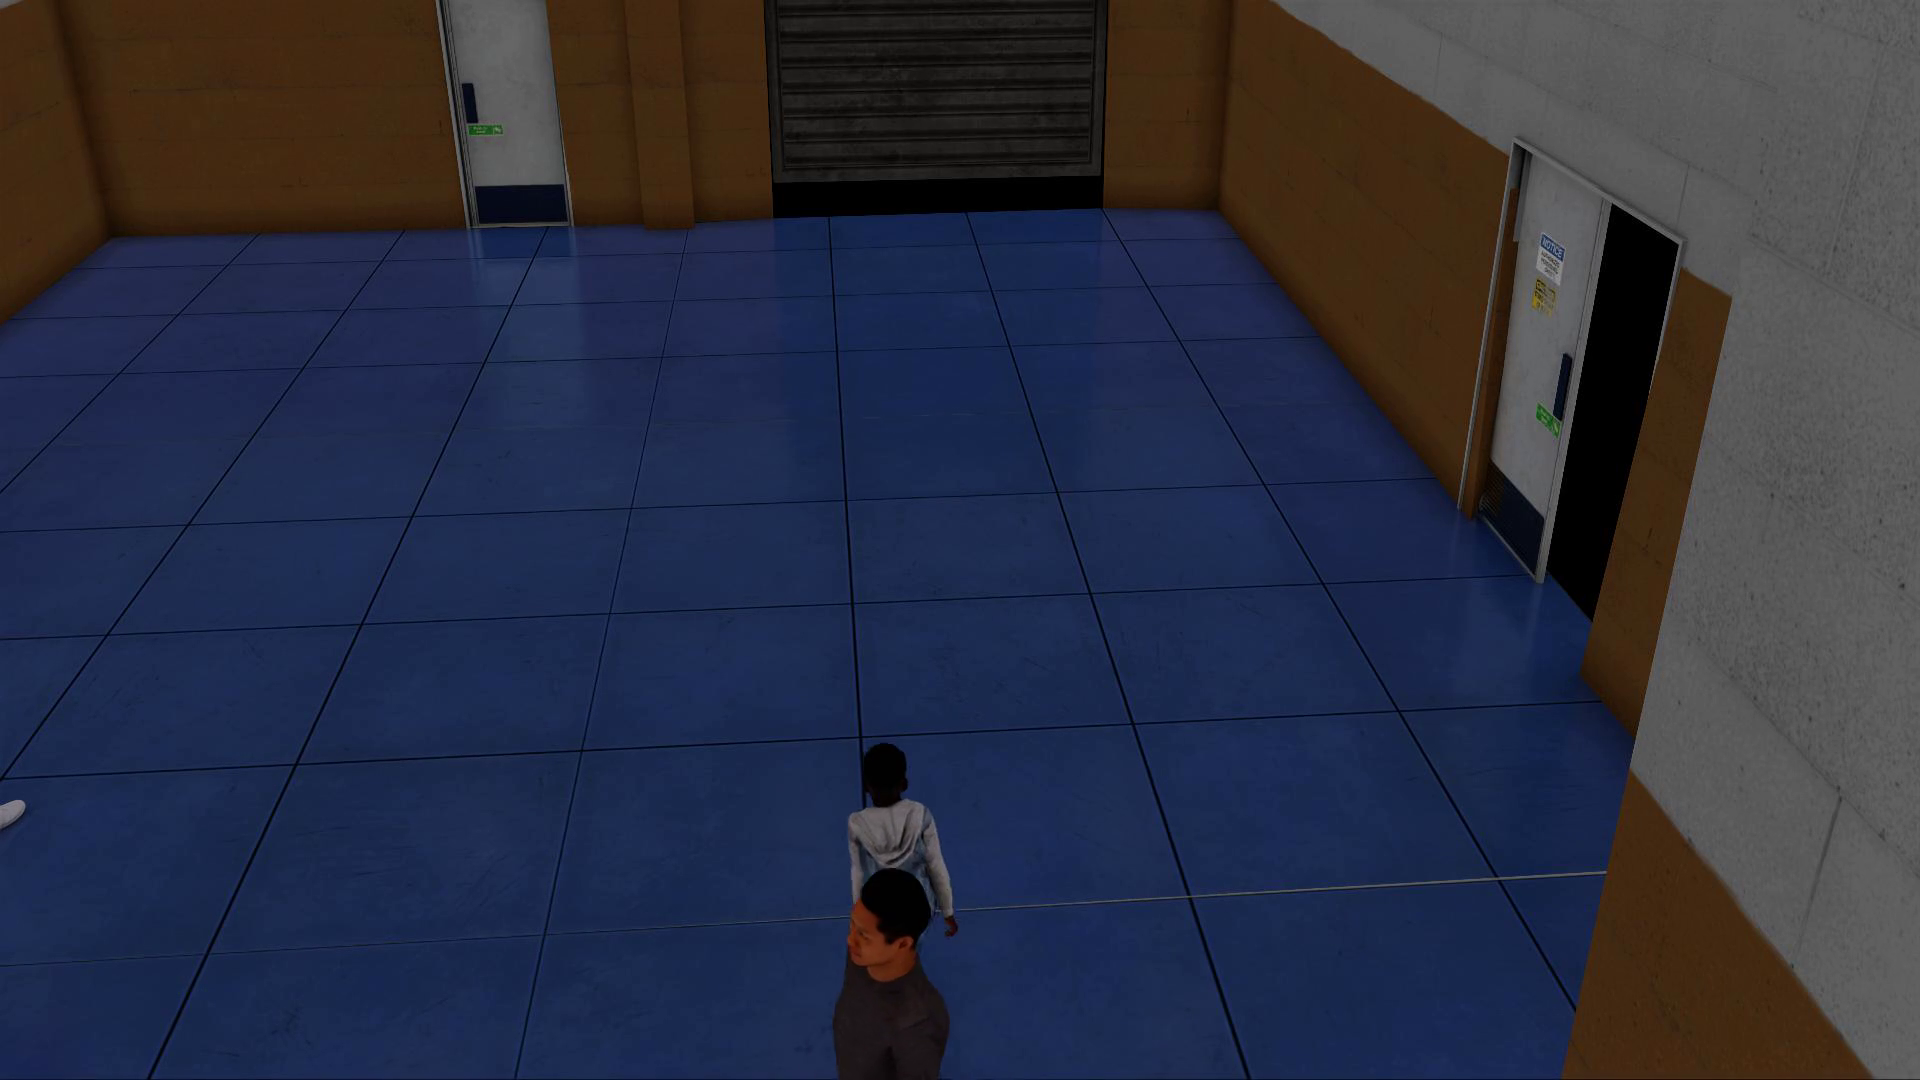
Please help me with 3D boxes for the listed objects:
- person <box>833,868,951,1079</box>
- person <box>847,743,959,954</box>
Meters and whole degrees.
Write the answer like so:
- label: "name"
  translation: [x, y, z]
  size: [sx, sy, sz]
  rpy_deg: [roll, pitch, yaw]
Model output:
- label: "person"
  translation: [-0.105, 1.649, 4.730]
  size: [0.822, 1.757, 1.037]
  rpy_deg: [-3, 27, -6]
- label: "person"
  translation: [-0.215, 1.355, 5.909]
  size: [0.864, 1.215, 0.687]
  rpy_deg: [-5, 27, -10]
